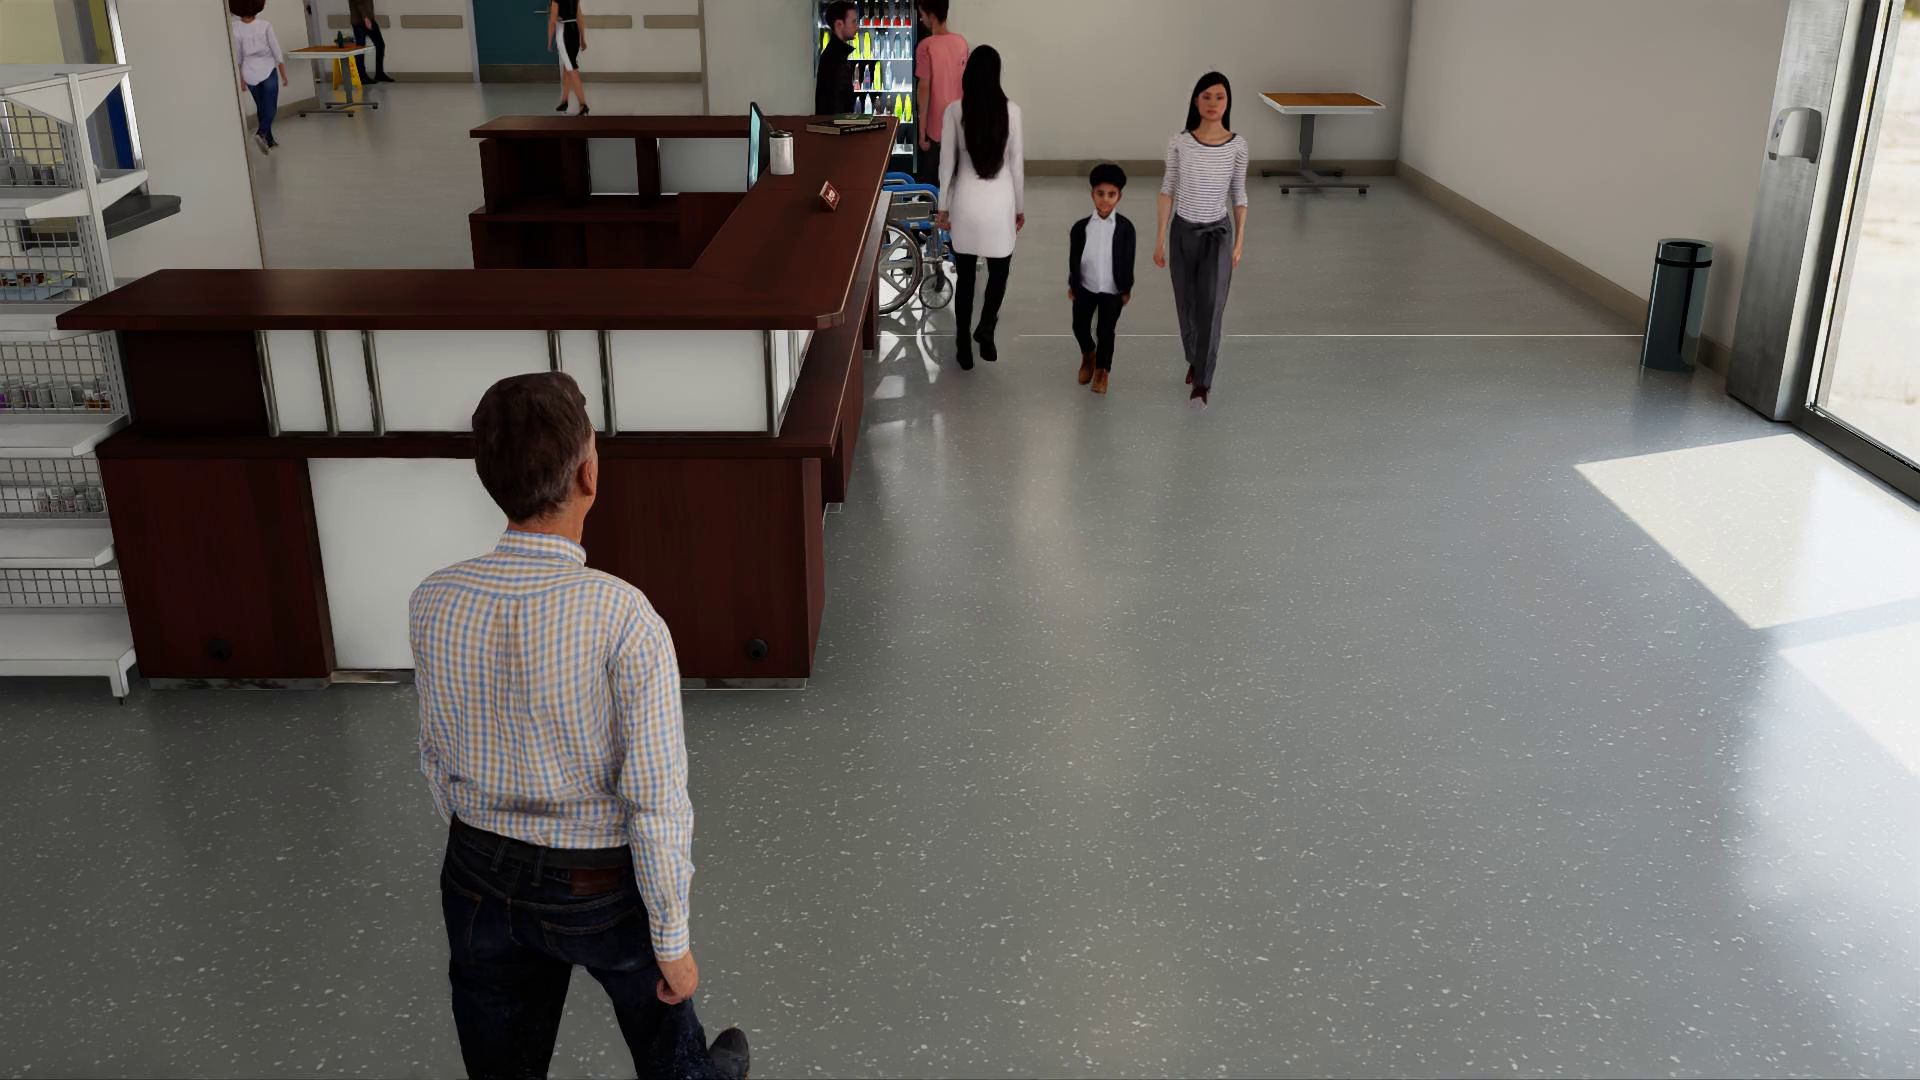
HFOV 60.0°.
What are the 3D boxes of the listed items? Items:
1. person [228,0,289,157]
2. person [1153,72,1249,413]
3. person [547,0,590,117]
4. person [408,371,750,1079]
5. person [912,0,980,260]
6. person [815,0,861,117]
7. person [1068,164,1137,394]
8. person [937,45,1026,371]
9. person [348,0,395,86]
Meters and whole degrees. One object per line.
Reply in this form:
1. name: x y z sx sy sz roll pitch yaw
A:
1. person: -7.497 -4.959 17.735 1.043 1.679 0.693 0 21 0
2. person: 1.262 -1.548 8.735 1.144 1.676 0.865 5 21 13
3. person: -4.859 -6.219 20.927 1.014 1.776 0.903 14 25 32
4. person: -0.712 0.651 2.801 1.160 1.767 0.905 4 21 10
5. person: -0.048 -2.971 12.168 1.241 1.906 1.182 -12 24 -29
6. person: -0.933 -2.801 11.744 0.968 1.888 0.687 -1 21 -4
7. person: 0.761 -1.418 8.982 0.564 1.218 0.622 4 21 12
8. person: 0.128 -1.800 9.231 0.766 1.795 0.732 0 21 -1
9. person: -9.006 -7.774 24.897 0.799 1.872 0.749 6 21 15
